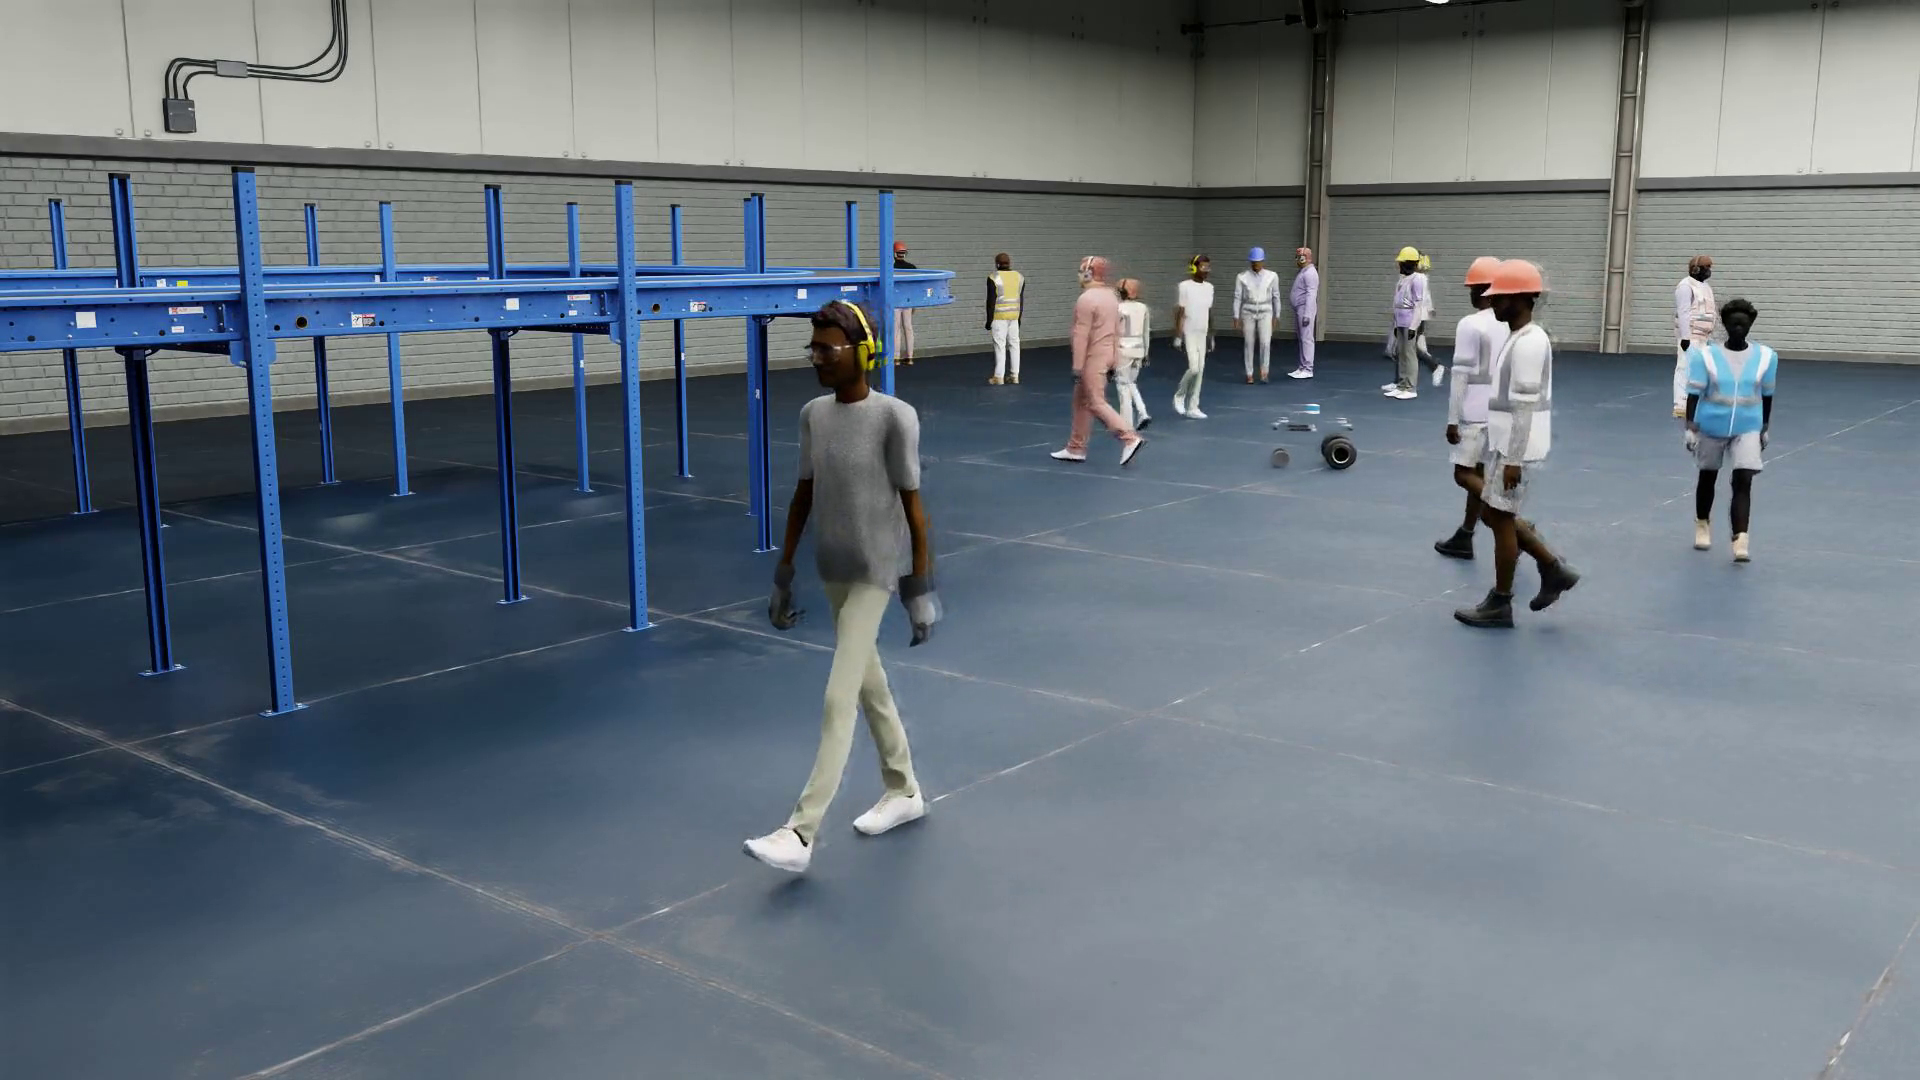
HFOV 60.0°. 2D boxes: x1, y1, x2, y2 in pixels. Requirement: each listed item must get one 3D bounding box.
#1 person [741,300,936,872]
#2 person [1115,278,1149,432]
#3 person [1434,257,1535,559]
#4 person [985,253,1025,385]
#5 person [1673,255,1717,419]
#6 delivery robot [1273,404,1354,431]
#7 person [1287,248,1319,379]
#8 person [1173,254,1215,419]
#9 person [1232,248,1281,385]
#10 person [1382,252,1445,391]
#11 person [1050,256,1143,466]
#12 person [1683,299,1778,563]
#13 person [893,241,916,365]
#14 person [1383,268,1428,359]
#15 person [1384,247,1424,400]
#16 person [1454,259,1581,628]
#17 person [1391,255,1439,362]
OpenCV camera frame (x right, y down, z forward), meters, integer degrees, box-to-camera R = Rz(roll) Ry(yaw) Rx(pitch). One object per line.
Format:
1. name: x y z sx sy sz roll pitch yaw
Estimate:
1. person: -0.418 0.146 5.419 0.938 1.816 0.534 -10 14 -44
2. person: 1.740 -1.913 17.351 0.517 1.623 0.362 -10 14 -43
3. person: 3.300 -0.798 10.370 0.558 1.916 0.802 -6 12 -32
4. person: 0.612 -3.114 23.424 0.624 1.837 0.430 -7 12 -33
5. person: 8.418 -2.329 19.054 0.429 1.844 0.627 10 14 43
6. delivery robot: 3.188 -1.108 14.991 0.698 0.223 0.335 1 10 7
7. person: 5.029 -3.322 24.391 0.401 1.904 0.641 1 10 4
8. person: 2.682 -2.307 18.875 0.524 1.854 0.403 -7 12 -32
9. person: 4.145 -3.117 23.251 0.673 1.902 0.918 2 10 8
10. person: 6.127 -2.951 22.372 0.732 1.896 0.598 8 13 37
11. person: 1.256 -1.619 15.020 0.888 1.878 0.645 5 11 25
12. person: 4.893 -0.708 10.620 0.546 1.640 0.884 3 11 17
13. person: -0.977 -3.848 27.043 0.622 1.994 0.381 -8 13 -37
14. person: 7.601 -3.910 28.192 0.861 1.705 0.536 8 13 39
15. person: 5.709 -2.773 21.270 0.359 1.930 0.587 -2 10 -8
16. person: 2.934 -0.490 8.667 0.526 1.923 0.543 2 10 13
17. person: 7.530 -3.809 27.465 0.898 1.772 0.581 7 12 35
